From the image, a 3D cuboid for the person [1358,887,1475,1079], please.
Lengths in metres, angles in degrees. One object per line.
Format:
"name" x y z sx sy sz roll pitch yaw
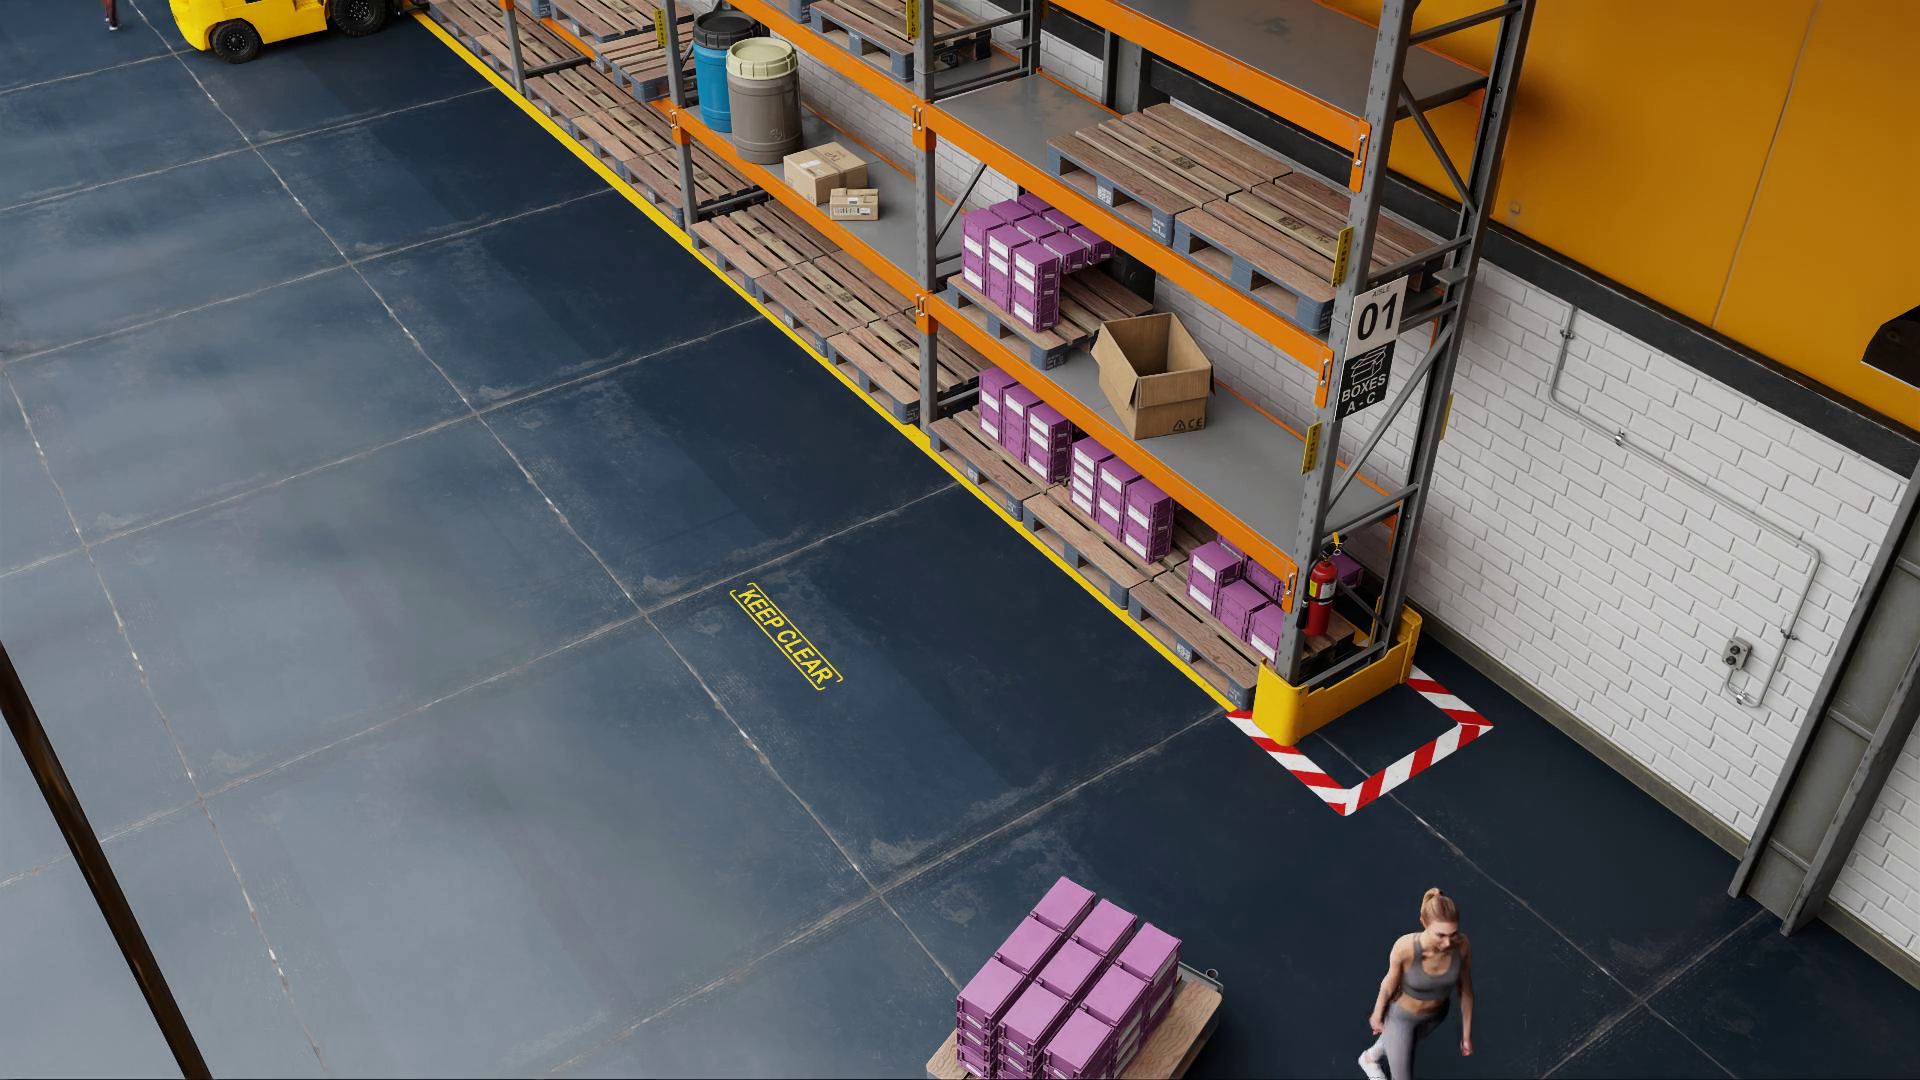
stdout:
"person" 2.167 2.234 8.045 0.868 1.661 1.150 -8 39 -10
